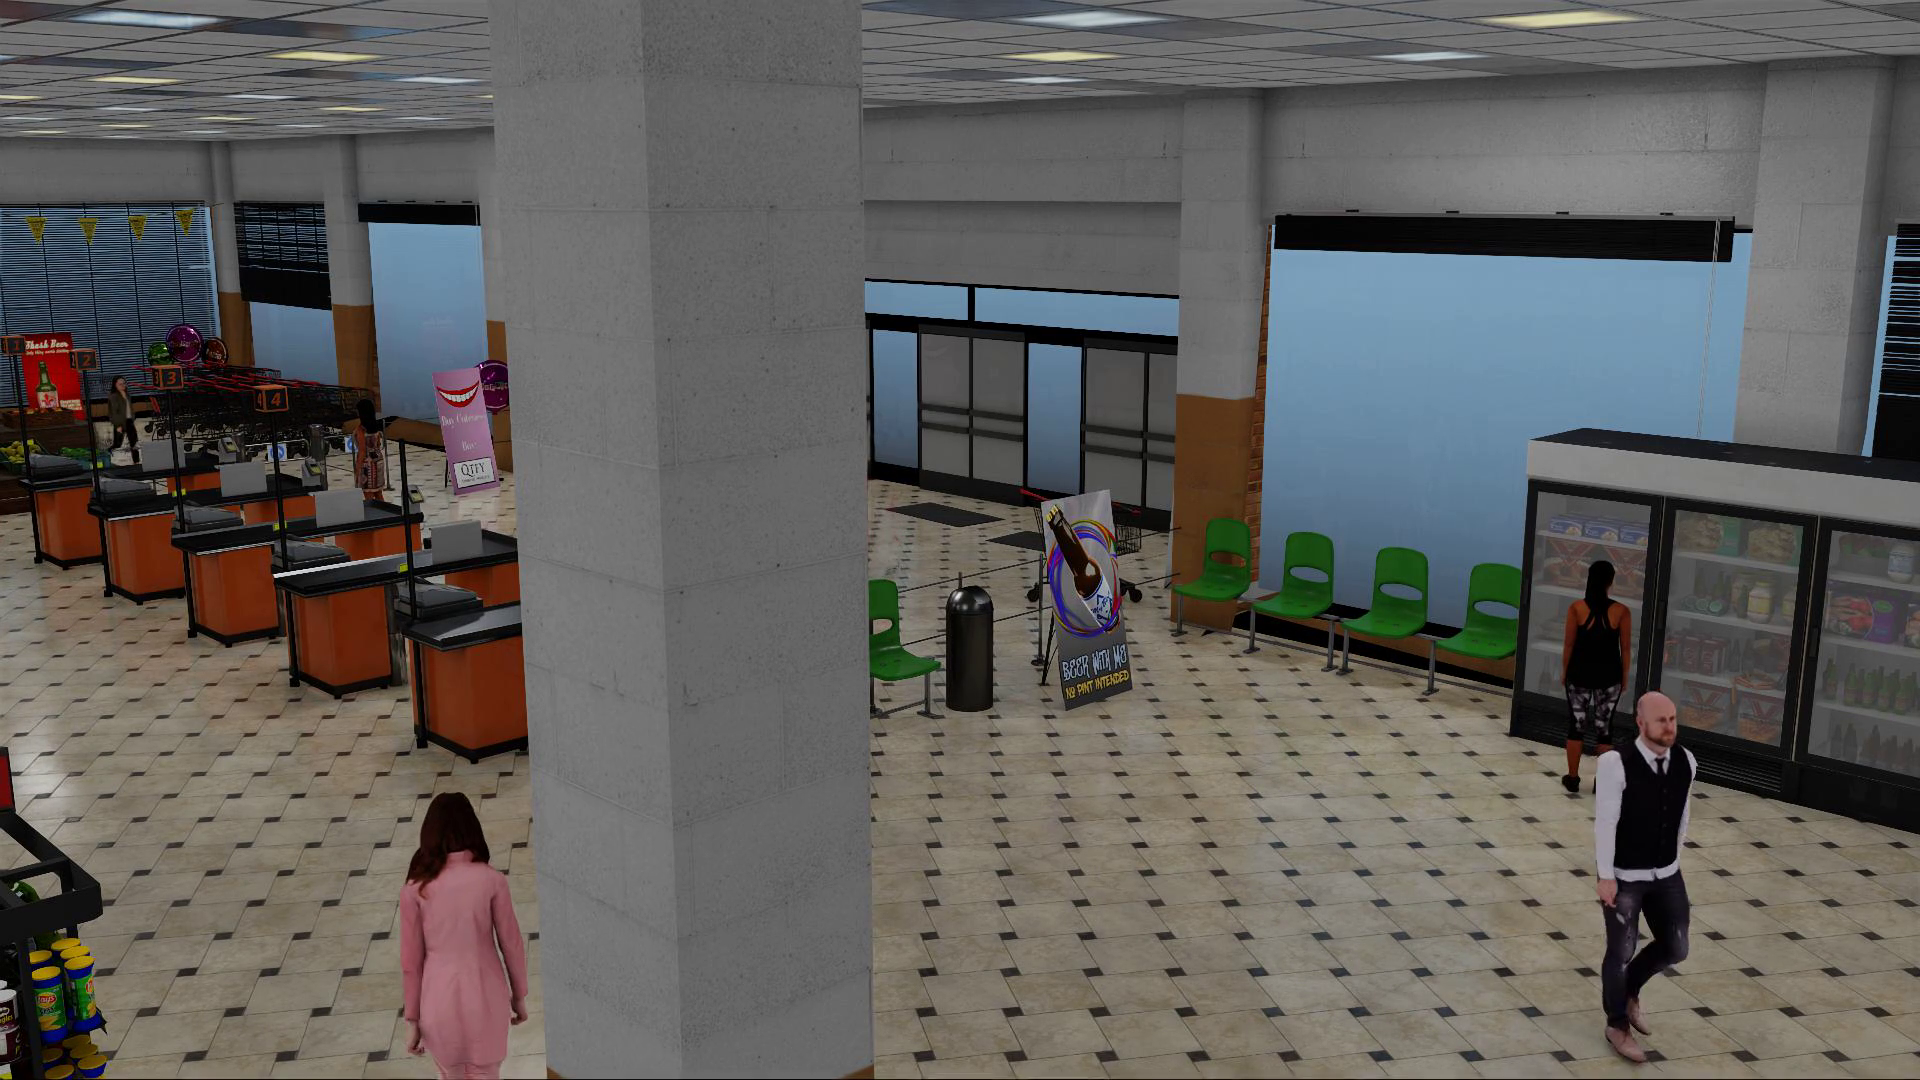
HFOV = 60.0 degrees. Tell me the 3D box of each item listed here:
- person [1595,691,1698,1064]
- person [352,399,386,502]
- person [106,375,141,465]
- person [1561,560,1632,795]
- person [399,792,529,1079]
[{"bbox_3d":[3.226,1.589,8.025,0.826,1.805,0.903,-2,12,-11],"label":"person"},{"bbox_3d":[-7.179,-0.900,20.232,0.785,1.645,0.664,3,12,12],"label":"person"},{"bbox_3d":[-12.324,-1.668,24.354,0.921,1.450,1.027,4,13,19],"label":"person"},{"bbox_3d":[4.382,0.931,11.496,0.656,1.662,0.642,4,13,19],"label":"person"},{"bbox_3d":[-1.957,1.925,6.543,1.148,1.759,1.054,-3,12,-13],"label":"person"}]
